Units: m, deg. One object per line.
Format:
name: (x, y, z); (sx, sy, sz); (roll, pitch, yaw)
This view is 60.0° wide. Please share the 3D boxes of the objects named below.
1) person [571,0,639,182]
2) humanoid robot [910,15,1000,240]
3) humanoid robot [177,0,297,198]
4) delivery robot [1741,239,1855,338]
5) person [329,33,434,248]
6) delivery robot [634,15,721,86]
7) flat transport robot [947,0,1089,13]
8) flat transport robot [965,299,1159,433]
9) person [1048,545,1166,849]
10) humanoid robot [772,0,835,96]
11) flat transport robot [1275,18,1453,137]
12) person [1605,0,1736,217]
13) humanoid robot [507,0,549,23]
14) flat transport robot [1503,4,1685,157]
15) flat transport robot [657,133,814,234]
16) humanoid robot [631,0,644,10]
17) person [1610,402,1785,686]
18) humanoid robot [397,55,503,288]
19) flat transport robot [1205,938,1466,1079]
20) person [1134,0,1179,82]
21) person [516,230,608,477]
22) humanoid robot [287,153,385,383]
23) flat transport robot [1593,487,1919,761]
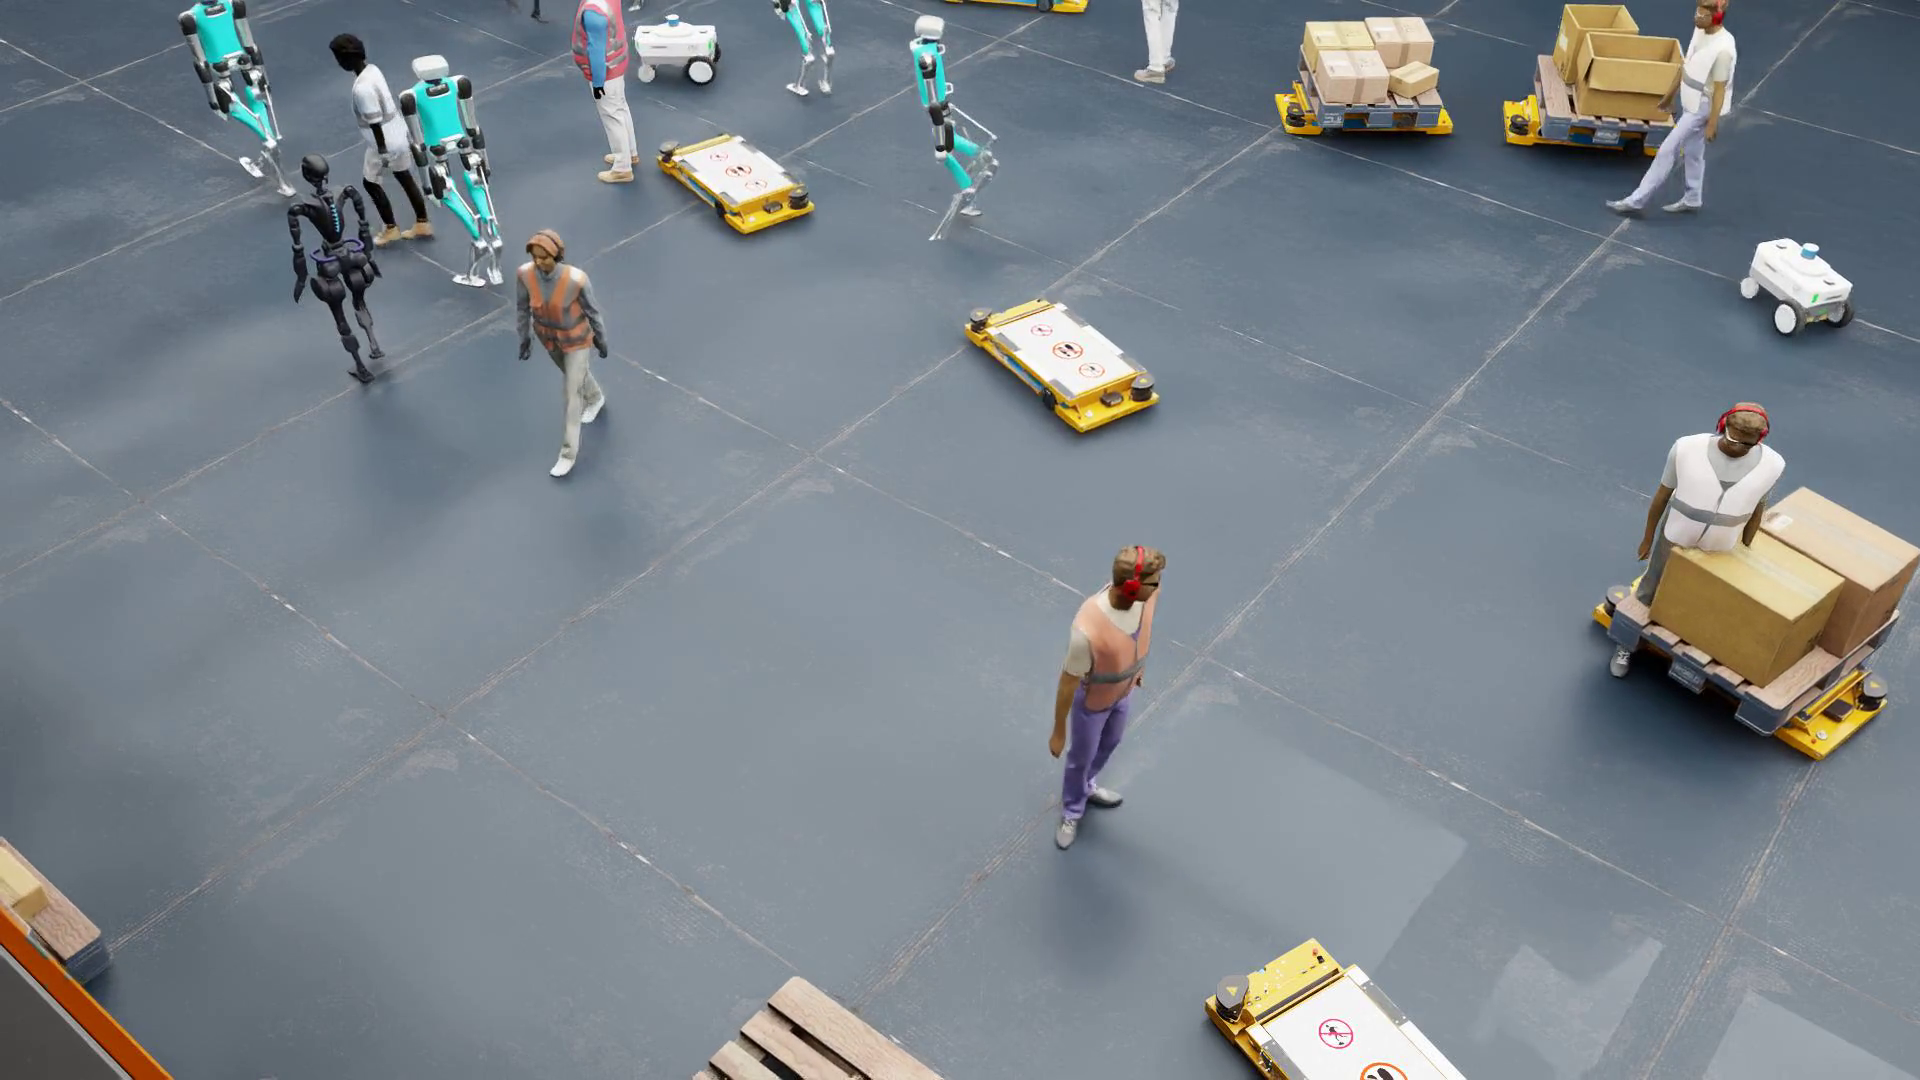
person: (-2.860, -3.773, 13.314); (0.431, 1.836, 0.629); (-1, 40, -1)
humanoid robot: (0.033, -3.086, 12.586); (0.810, 1.788, 0.532); (-3, 40, -3)
humanoid robot: (-5.538, -3.452, 13.021); (1.052, 1.727, 0.530); (29, 48, 30)
delivery robot: (6.076, -1.839, 12.035); (0.499, 0.614, 0.808); (-11, 42, -13)
person: (-4.394, -2.999, 12.523); (0.594, 1.658, 0.546); (-3, 40, -4)
delivery robot: (-2.570, -4.478, 15.101); (0.738, 0.563, 0.499); (0, 40, 0)
flat transport robot: (0.591, -5.519, 16.570); (1.431, 0.231, 0.659); (9, 41, 10)
flat transport robot: (0.690, -1.263, 11.564); (0.659, 0.231, 1.431); (-22, 45, -24)
person: (0.660, 0.755, 7.995); (0.419, 1.823, 0.685); (30, 49, 31)
humanoid robot: (-1.321, -4.661, 14.391); (0.530, 1.741, 0.694); (-21, 45, -23)
flat transport robot: (3.517, -3.766, 14.508); (1.431, 0.231, 0.659); (0, 40, 0)
person: (5.536, -3.324, 12.796); (0.859, 1.804, 0.573); (4, 41, 5)
humanoid robot: (-4.184, -5.750, 15.763); (0.598, 1.650, 0.435); (-26, 47, -27)
flat transport robot: (5.427, -3.564, 14.271); (1.431, 0.231, 0.659); (7, 41, 8)
flat transport robot: (-1.841, -2.936, 13.532); (0.659, 0.231, 1.431); (-25, 46, -27)
humanoid robot: (-3.102, -5.939, 15.939); (0.761, 1.789, 0.546); (-12, 42, -14)
person: (3.924, 0.004, 8.862); (0.562, 1.837, 0.390); (8, 41, 10)
humanoid robot: (-3.518, -2.529, 11.886); (0.530, 1.740, 0.747); (-27, 47, -28)
flat transport robot: (1.778, 2.383, 7.275); (0.659, 0.231, 1.431); (-22, 45, -24)
person: (1.827, -4.997, 14.738); (0.620, 1.858, 0.514); (-9, 41, -11)
person: (-2.516, -1.257, 10.532); (0.532, 1.584, 0.899); (13, 42, 14)
humanoid robot: (-4.175, -1.815, 11.124); (0.341, 1.654, 0.599); (33, 50, 32)
flat transport robot: (4.371, 0.626, 9.341); (0.659, 0.231, 1.431); (-27, 47, -28)
